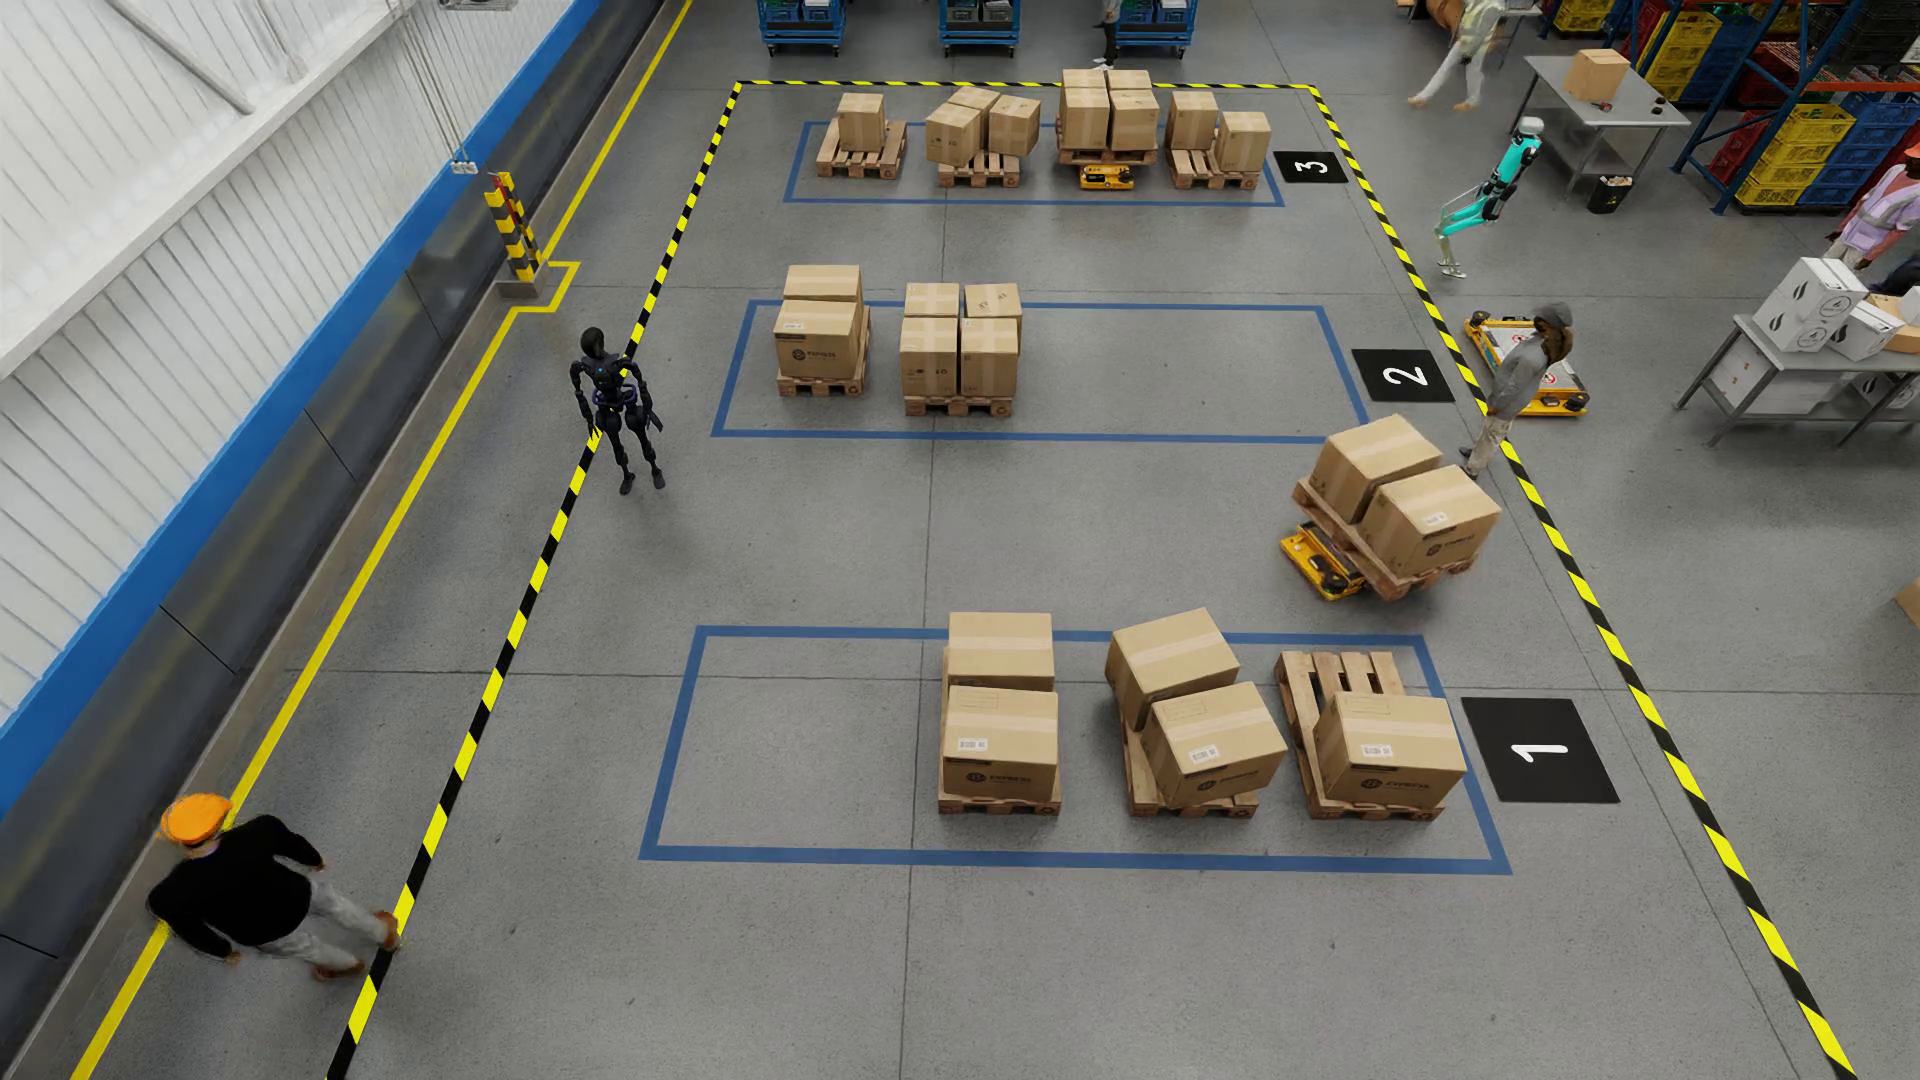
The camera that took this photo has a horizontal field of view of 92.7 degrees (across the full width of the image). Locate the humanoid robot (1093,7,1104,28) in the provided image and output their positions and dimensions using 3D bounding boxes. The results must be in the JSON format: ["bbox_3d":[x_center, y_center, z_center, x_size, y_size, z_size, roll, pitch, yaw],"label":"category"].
[{"bbox_3d":[2.461,-8.878,14.289,0.581,1.634,0.600,-13,50,-11],"label":"humanoid robot"}]

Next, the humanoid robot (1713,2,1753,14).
[{"bbox_3d":[11.202,-7.888,13.302,0.735,1.675,0.533,-32,56,-25],"label":"humanoid robot"}]

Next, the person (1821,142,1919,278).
[{"bbox_3d":[8.724,-2.917,8.886,0.367,2.044,0.607,2,49,2],"label":"person"}]

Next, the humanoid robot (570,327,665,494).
[{"bbox_3d":[-2.773,-1.039,7.494,0.599,1.653,0.315,-8,50,-7],"label":"humanoid robot"}]

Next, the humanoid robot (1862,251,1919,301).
[{"bbox_3d":[8.363,-2.104,8.421,0.425,1.641,0.589,20,52,17],"label":"humanoid robot"}]

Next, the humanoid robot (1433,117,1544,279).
[{"bbox_3d":[5.367,-3.568,9.562,0.735,1.676,0.533,8,50,7],"label":"humanoid robot"}]

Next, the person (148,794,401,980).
[{"bbox_3d":[-3.598,1.931,4.830,0.391,1.838,0.627,19,52,16],"label":"person"}]

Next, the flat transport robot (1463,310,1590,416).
[{"bbox_3d":[5.573,-1.757,9.054,0.659,0.231,1.431,1,49,1],"label":"flat transport robot"}]

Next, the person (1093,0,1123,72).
[{"bbox_3d":[2.150,-7.763,13.205,0.393,1.850,0.598,5,49,4],"label":"person"}]

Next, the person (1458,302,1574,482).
[{"bbox_3d":[4.574,-1.200,7.579,0.399,1.768,0.560,34,57,26],"label":"person"}]

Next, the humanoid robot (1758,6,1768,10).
[{"bbox_3d":[13.419,-9.592,14.894,0.315,1.657,0.599,-20,52,-16],"label":"humanoid robot"}]

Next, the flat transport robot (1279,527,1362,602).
[{"bbox_3d":[3.421,-0.008,7.522,1.431,0.197,0.652,-18,52,-15],"label":"flat transport robot"}]

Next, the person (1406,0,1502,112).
[{"bbox_3d":[6.812,-6.658,12.304,0.996,1.765,0.687,-2,49,-2],"label":"person"}]

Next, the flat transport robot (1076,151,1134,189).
[{"bbox_3d":[1.845,-4.982,11.827,0.652,0.197,1.431,1,49,1],"label":"flat transport robot"}]
